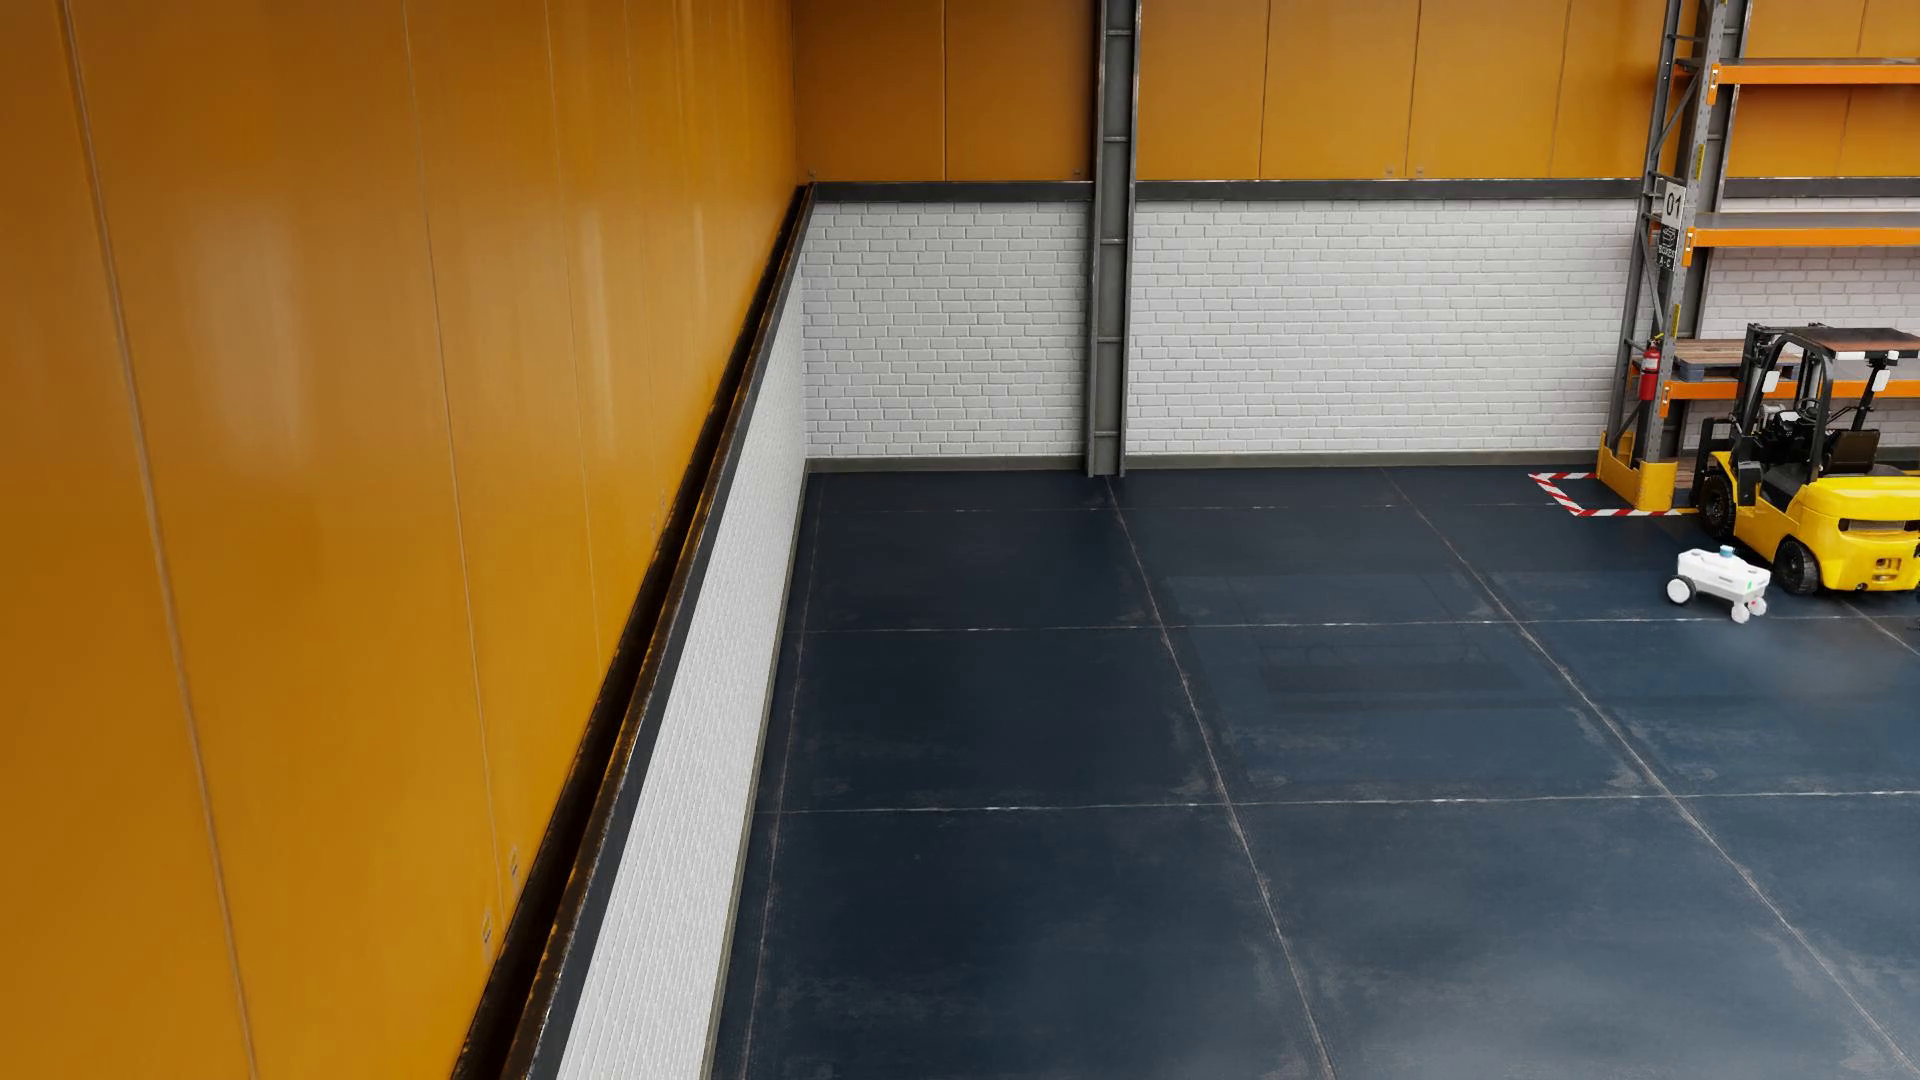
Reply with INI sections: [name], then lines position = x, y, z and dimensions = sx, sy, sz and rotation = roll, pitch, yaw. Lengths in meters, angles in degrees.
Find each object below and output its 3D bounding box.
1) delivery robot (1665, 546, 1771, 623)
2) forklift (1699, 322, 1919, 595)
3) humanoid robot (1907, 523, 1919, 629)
[delivery robot]
position = 6.492, 0.346, 14.224
dimensions = 0.499, 0.610, 0.813
rotation = -14, 24, -33
[forklift]
position = 7.809, -0.792, 14.926
dimensions = 1.214, 2.155, 2.313
rotation = -1, 20, -2
[humanoid robot]
position = 7.990, 0.053, 13.390
dimensions = 0.398, 1.638, 0.615
rotation = -9, 22, -24
